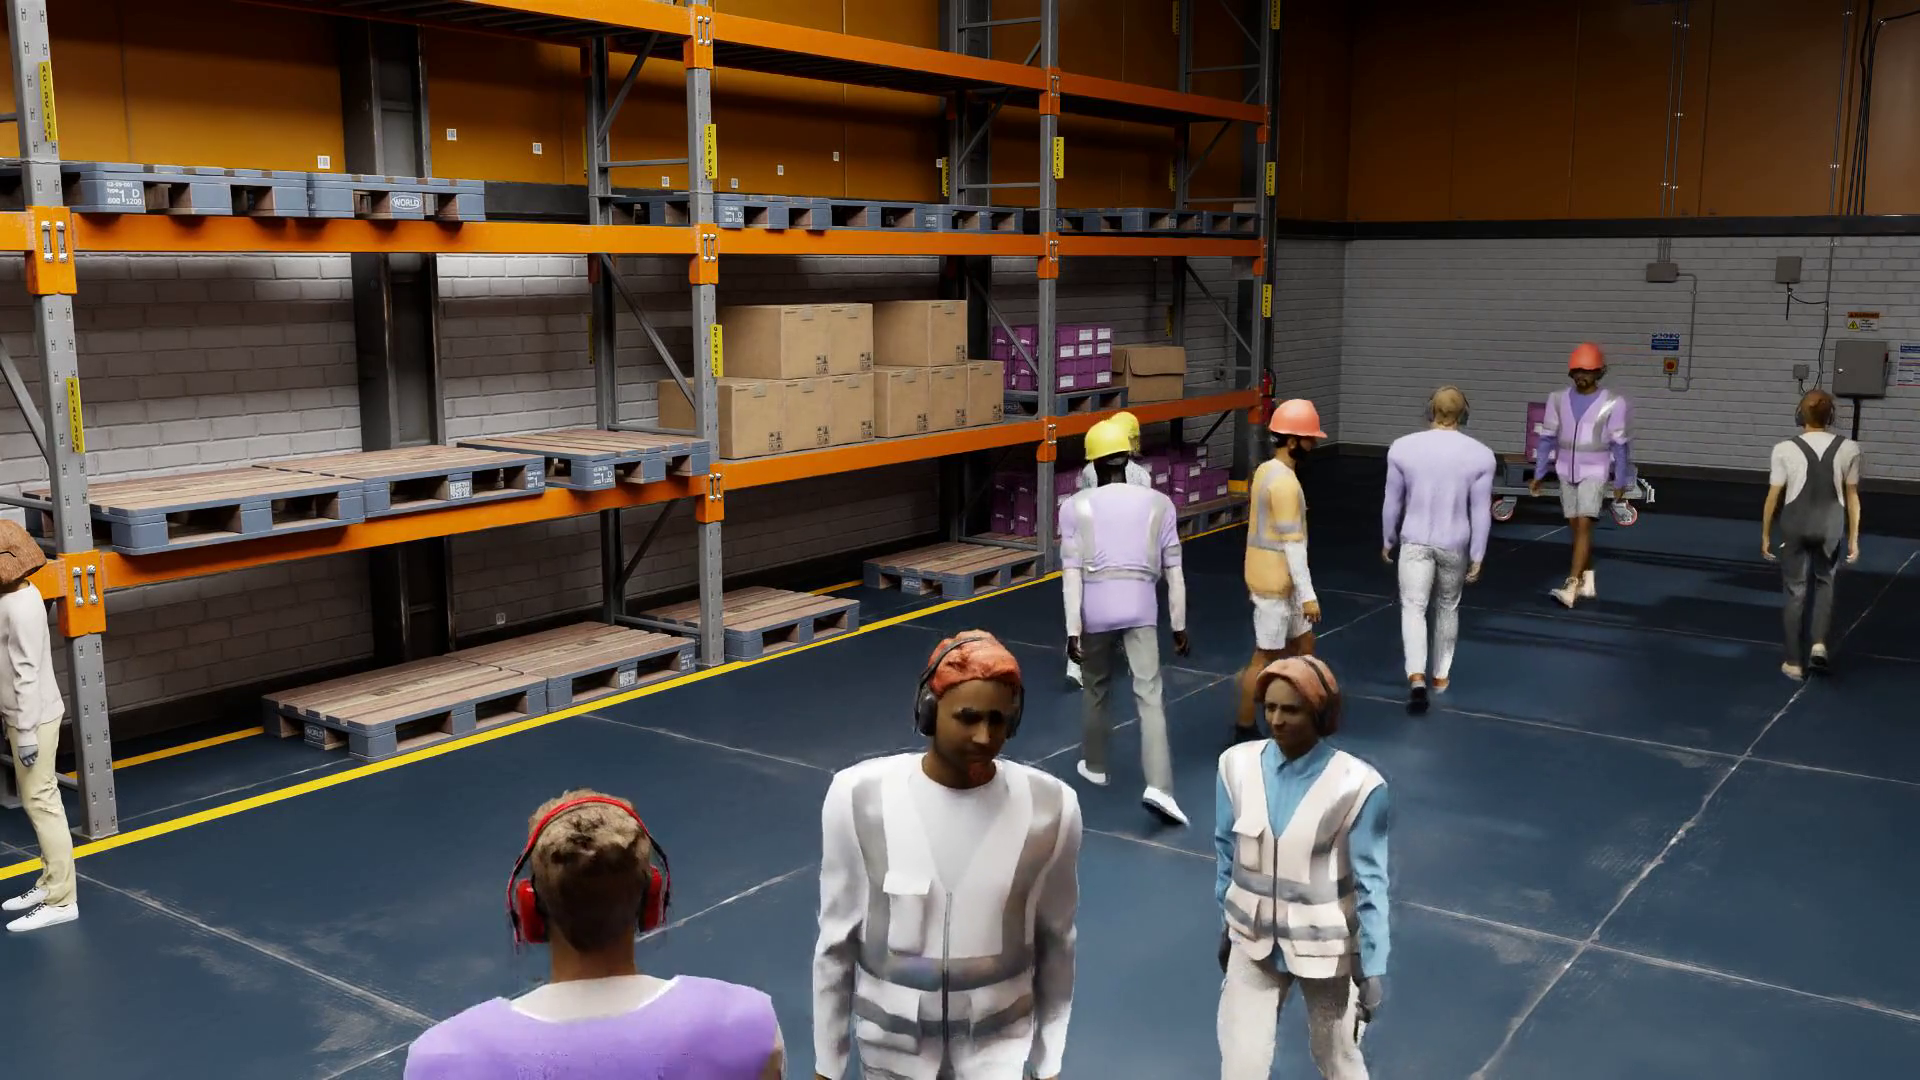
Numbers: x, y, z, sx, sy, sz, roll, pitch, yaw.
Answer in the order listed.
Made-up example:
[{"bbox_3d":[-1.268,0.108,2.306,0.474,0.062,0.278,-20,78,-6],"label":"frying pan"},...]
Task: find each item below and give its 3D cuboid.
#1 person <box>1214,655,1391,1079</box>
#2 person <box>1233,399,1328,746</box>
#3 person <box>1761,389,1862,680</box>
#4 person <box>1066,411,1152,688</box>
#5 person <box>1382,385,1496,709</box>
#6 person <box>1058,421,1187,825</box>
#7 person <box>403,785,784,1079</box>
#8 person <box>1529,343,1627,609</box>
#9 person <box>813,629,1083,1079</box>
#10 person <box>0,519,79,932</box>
[{"bbox_3d":[0.930,1.081,4.489,0.523,1.606,0.808,7,12,36],"label":"person"},{"bbox_3d":[1.745,0.224,8.682,0.683,1.911,0.546,1,10,5],"label":"person"},{"bbox_3d":[5.324,-0.029,10.427,0.552,1.831,0.402,3,10,16],"label":"person"},{"bbox_3d":[0.938,0.059,10.295,0.490,1.711,0.867,5,11,29],"label":"person"},{"bbox_3d":[2.816,0.036,9.838,0.631,1.911,0.941,3,10,15],"label":"person"},{"bbox_3d":[0.798,0.377,7.975,0.634,1.862,1.037,-1,10,-4],"label":"person"},{"bbox_3d":[-0.532,1.301,2.548,0.562,1.828,0.470,-2,10,-11],"label":"person"},{"bbox_3d":[4.676,-0.485,12.642,1.006,1.992,0.624,-9,13,-42],"label":"person"},{"bbox_3d":[-0.029,1.088,3.698,0.584,1.862,0.748,0,10,-1],"label":"person"},{"bbox_3d":[-3.696,0.722,6.575,0.277,1.629,0.496,-6,11,-33],"label":"person"}]
